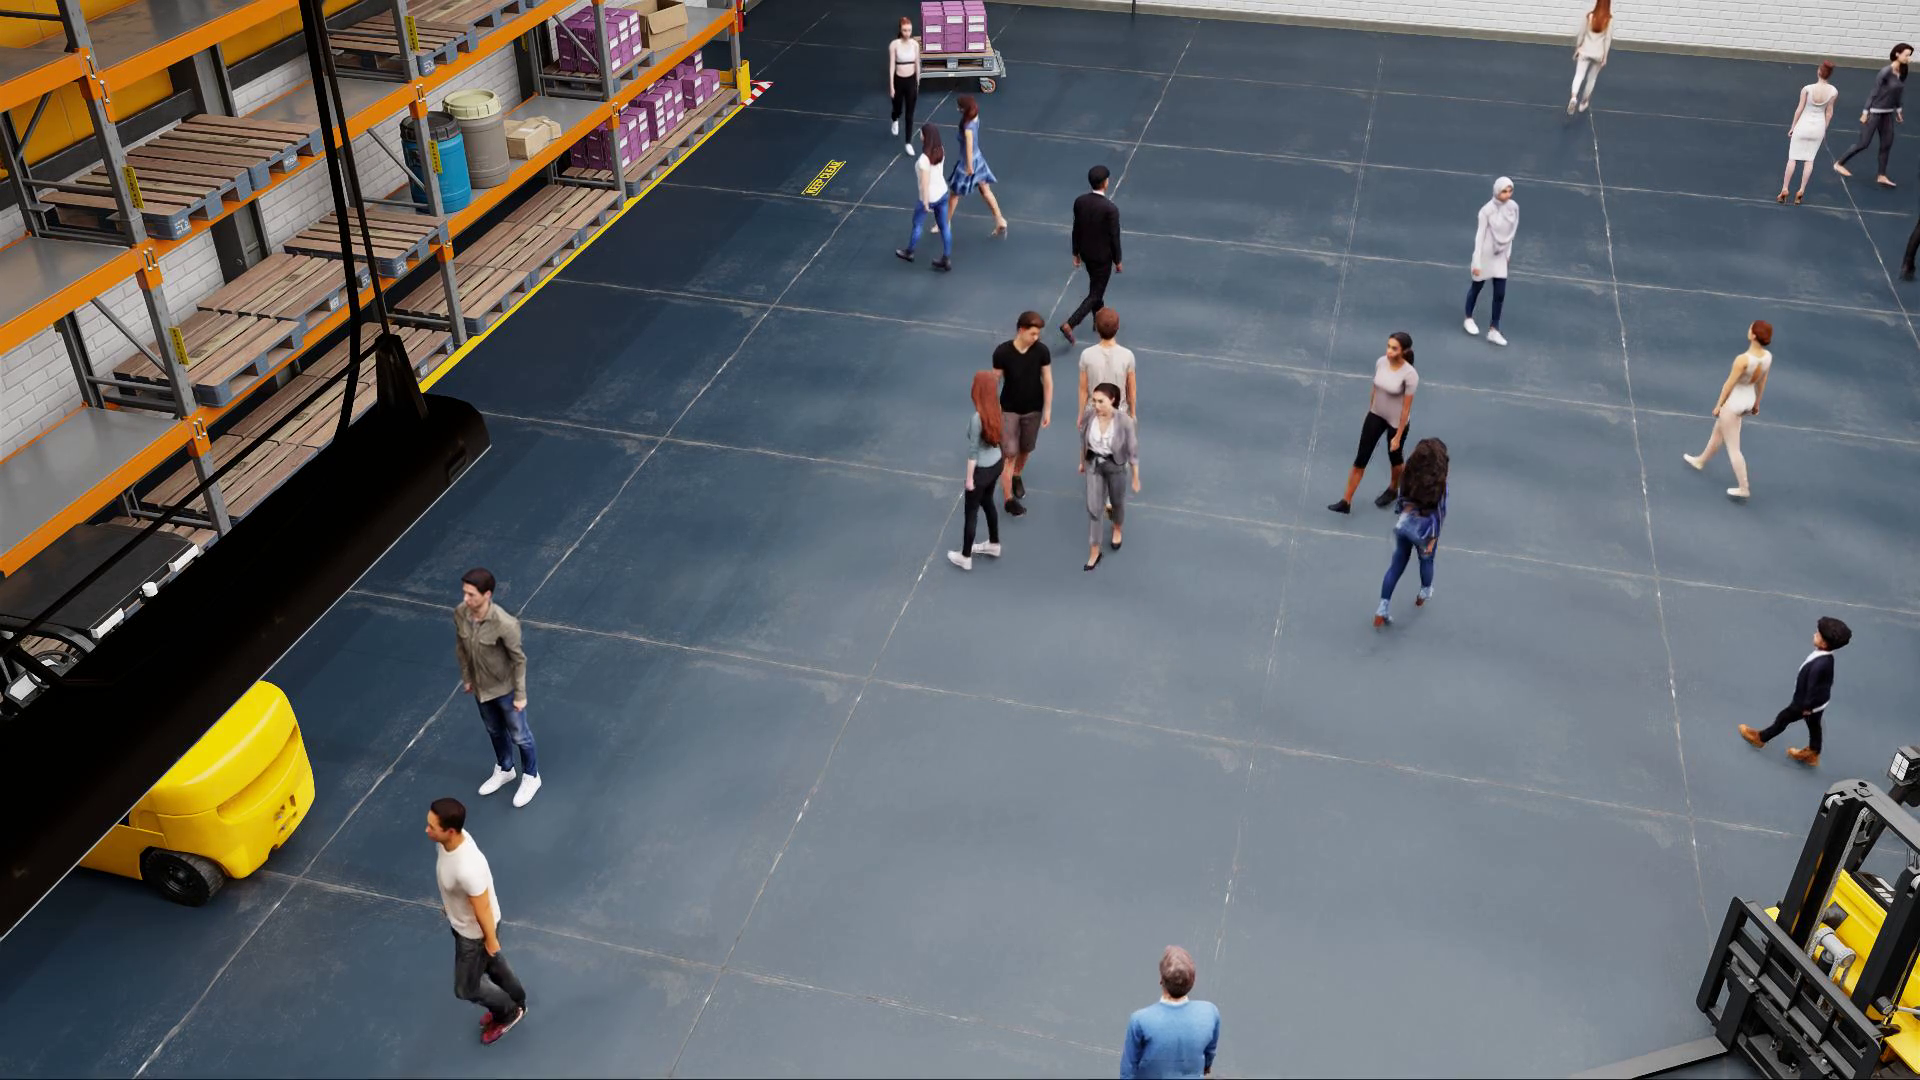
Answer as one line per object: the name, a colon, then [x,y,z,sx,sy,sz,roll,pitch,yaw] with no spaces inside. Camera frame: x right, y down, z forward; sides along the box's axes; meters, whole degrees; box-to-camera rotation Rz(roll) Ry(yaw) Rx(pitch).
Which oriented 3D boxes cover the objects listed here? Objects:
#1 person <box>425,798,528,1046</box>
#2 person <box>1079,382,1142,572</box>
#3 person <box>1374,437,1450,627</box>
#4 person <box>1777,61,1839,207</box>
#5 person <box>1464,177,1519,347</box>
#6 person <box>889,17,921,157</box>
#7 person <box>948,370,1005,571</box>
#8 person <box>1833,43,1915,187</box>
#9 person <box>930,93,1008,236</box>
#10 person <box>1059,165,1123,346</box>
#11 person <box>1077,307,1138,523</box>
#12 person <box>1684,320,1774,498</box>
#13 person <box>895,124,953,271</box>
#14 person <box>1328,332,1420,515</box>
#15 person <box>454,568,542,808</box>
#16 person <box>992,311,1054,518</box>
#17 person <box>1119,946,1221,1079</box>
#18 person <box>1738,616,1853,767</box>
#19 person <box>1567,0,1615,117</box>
person: [-2.690,2.150,9.518,0.846,1.789,0.792,-19,38,-27]
person: [1.238,-0.602,13.794,0.818,1.638,0.973,11,35,16]
person: [3.511,-0.019,12.965,1.068,1.585,0.929,-23,40,-30]
person: [10.294,-4.944,20.189,0.586,1.790,0.488,10,35,15]
person: [5.440,-2.939,17.206,0.891,1.754,1.007,-8,34,-12]
person: [-0.759,-5.964,21.782,0.928,1.725,1.086,-11,35,-16]
person: [0.257,-0.587,13.691,0.807,1.727,0.657,13,36,18]
person: [11.527,-5.316,20.799,1.028,1.735,1.101,-16,37,-23]
person: [0.192,-4.267,19.203,0.741,1.754,1.072,10,35,14]
person: [1.341,-2.883,17.031,1.267,1.855,1.092,-28,43,-35]
person: [1.248,-1.042,14.256,0.826,1.859,1.222,4,34,7]
person: [6.883,-1.124,14.610,0.986,1.604,1.081,-15,36,-21]
person: [-0.222,-3.779,18.555,0.877,1.658,0.959,23,40,30]
person: [3.759,-1.023,14.360,1.160,1.712,1.016,-24,40,-31]
person: [-3.111,0.970,11.226,0.751,1.864,0.666,16,37,22]
person: [0.527,-1.188,14.507,0.943,1.824,1.102,-5,34,-7]
person: [1.066,2.853,8.467,0.942,1.781,1.161,-4,34,-6]
person: [6.022,1.093,11.639,0.786,1.202,0.802,28,43,35]
person: [8.656,-6.642,22.832,0.720,1.693,1.052,16,37,22]
